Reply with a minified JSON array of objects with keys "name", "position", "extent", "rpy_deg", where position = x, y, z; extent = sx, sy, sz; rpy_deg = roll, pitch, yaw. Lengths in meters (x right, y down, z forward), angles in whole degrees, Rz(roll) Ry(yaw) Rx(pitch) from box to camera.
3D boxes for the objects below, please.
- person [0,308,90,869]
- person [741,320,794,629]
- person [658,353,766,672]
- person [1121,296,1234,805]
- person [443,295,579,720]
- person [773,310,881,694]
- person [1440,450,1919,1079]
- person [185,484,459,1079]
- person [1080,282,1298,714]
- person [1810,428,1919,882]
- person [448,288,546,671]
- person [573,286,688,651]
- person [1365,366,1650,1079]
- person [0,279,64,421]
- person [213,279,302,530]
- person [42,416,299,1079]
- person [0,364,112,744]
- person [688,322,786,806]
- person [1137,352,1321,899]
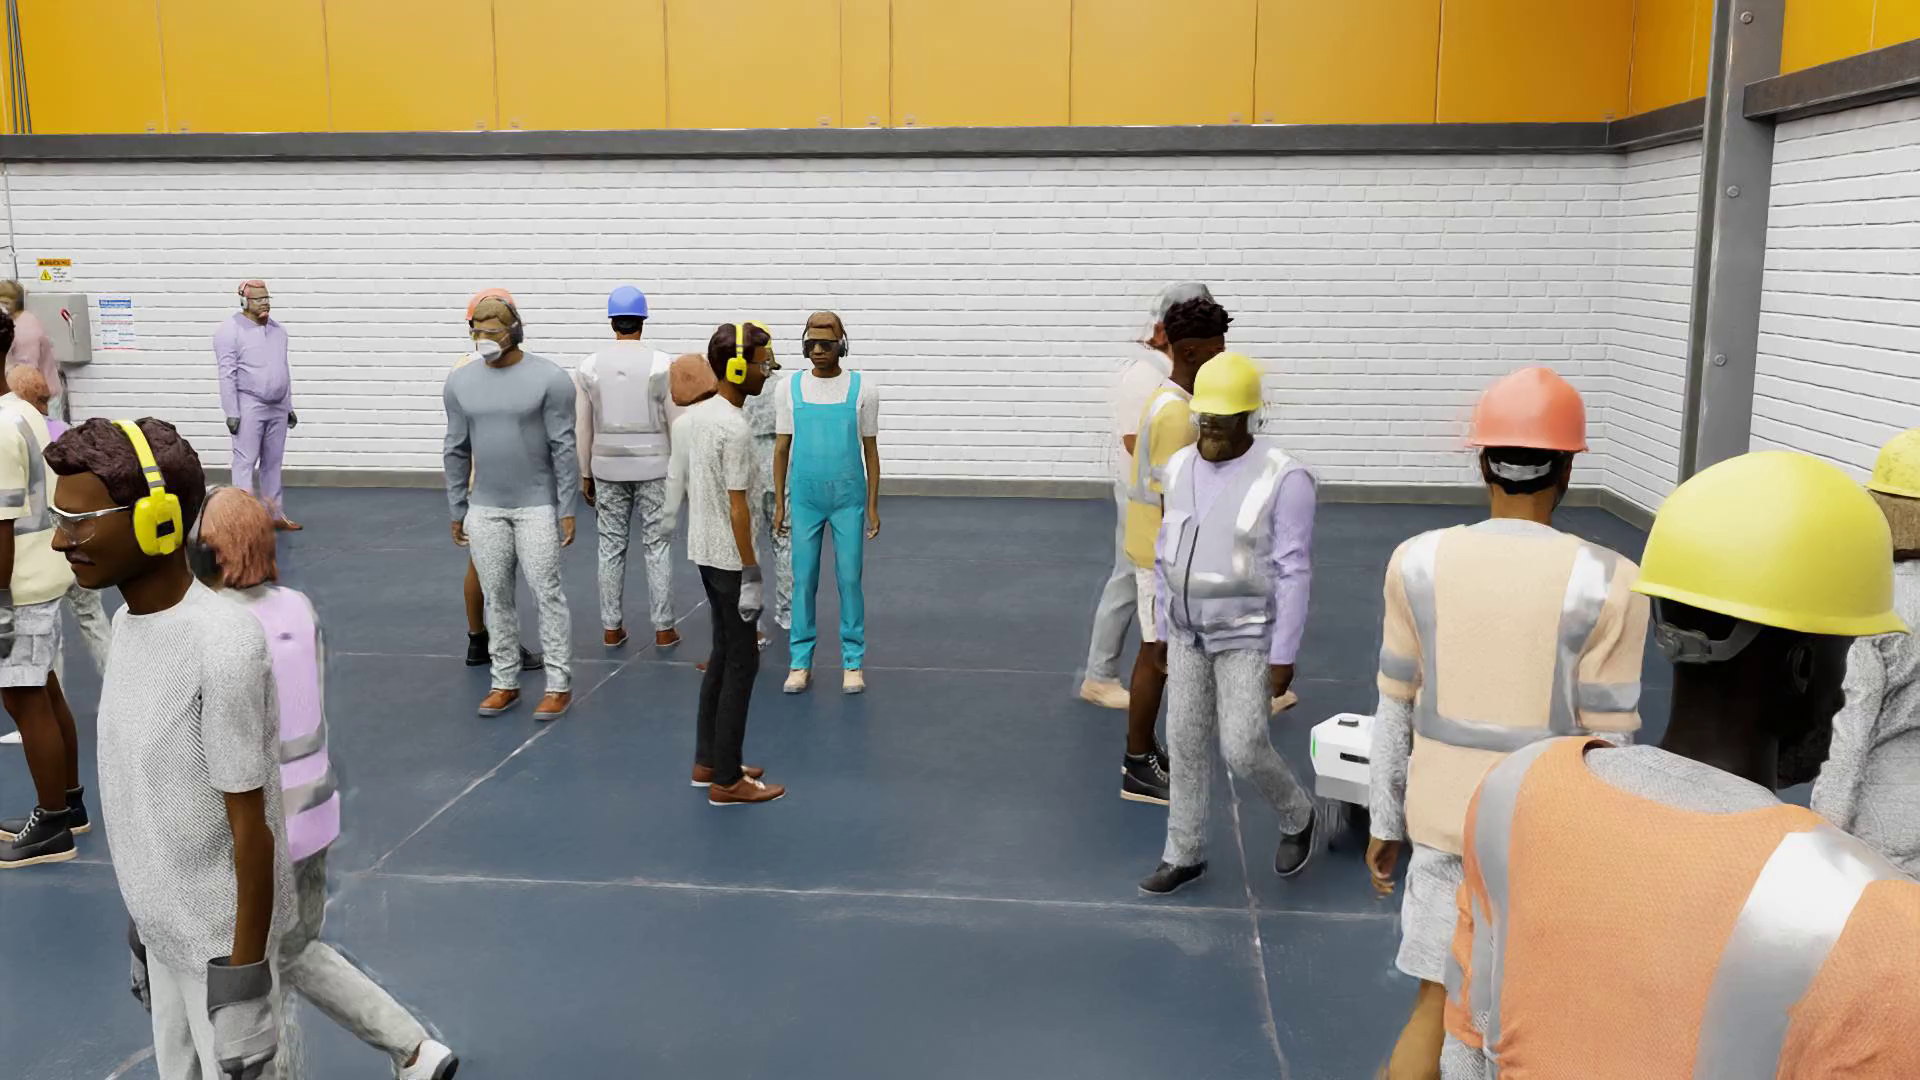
[{"name":"person","position":[-3.295,0.154,5.787],"extent":[0.373,1.958,0.598],"rpy_deg":[-4,11,-23]},{"name":"person","position":[-1.129,-0.347,9.252],"extent":[0.484,1.744,0.294],"rpy_deg":[-6,12,-31]},{"name":"person","position":[-1.249,-0.120,8.304],"extent":[0.366,1.613,0.516],"rpy_deg":[4,11,21]},{"name":"person","position":[0.838,0.040,6.460],"extent":[0.401,1.953,0.620],"rpy_deg":[1,10,6]},{"name":"person","position":[-2.031,-0.145,7.571],"extent":[0.639,1.928,0.369],"rpy_deg":[2,10,9]},{"name":"person","position":[-0.637,-0.174,7.971],"extent":[0.517,1.843,0.325],"rpy_deg":[0,10,1]},{"name":"person","position":[0.790,0.860,1.820],"extent":[0.386,1.922,0.594],"rpy_deg":[-5,11,-26]},{"name":"person","position":[-1.488,0.677,3.722],"extent":[0.522,1.621,0.528],"rpy_deg":[1,10,6]},{"name":"person","position":[0.997,-0.193,7.516],"extent":[1.034,2.000,0.690],"rpy_deg":[9,13,42]},{"name":"person","position":[2.084,0.619,3.718],"extent":[0.493,1.743,0.311],"rpy_deg":[-3,10,-17]},{"name":"person","position":[-2.336,-0.298,8.418],"extent":[0.553,1.933,0.370],"rpy_deg":[10,14,44]},{"name":"person","position":[-1.733,-0.371,8.840],"extent":[0.604,1.939,0.415],"rpy_deg":[0,10,2]},{"name":"person","position":[1.071,0.603,3.411],"extent":[0.550,1.902,0.911],"rpy_deg":[6,12,31]},{"name":"person","position":[-7.229,-1.092,13.063],"extent":[0.572,1.896,0.647],"rpy_deg":[-7,12,-36]},{"name":"person","position":[-5.211,-0.983,12.423],"extent":[0.399,1.909,0.642],"rpy_deg":[4,11,23]},{"name":"person","position":[-1.314,0.713,2.857],"extent":[0.510,1.861,0.324],"rpy_deg":[9,13,42]},{"name":"person","position":[-3.972,0.063,7.209],"extent":[0.367,1.640,0.691],"rpy_deg":[2,10,14]},{"name":"person","position":[-0.878,0.096,6.404],"extent":[0.324,1.854,0.530],"rpy_deg":[-4,11,-23]},{"name":"person","position":[0.889,0.286,5.454],"extent":[0.550,1.817,0.610],"rpy_deg":[-9,13,-41]}]
